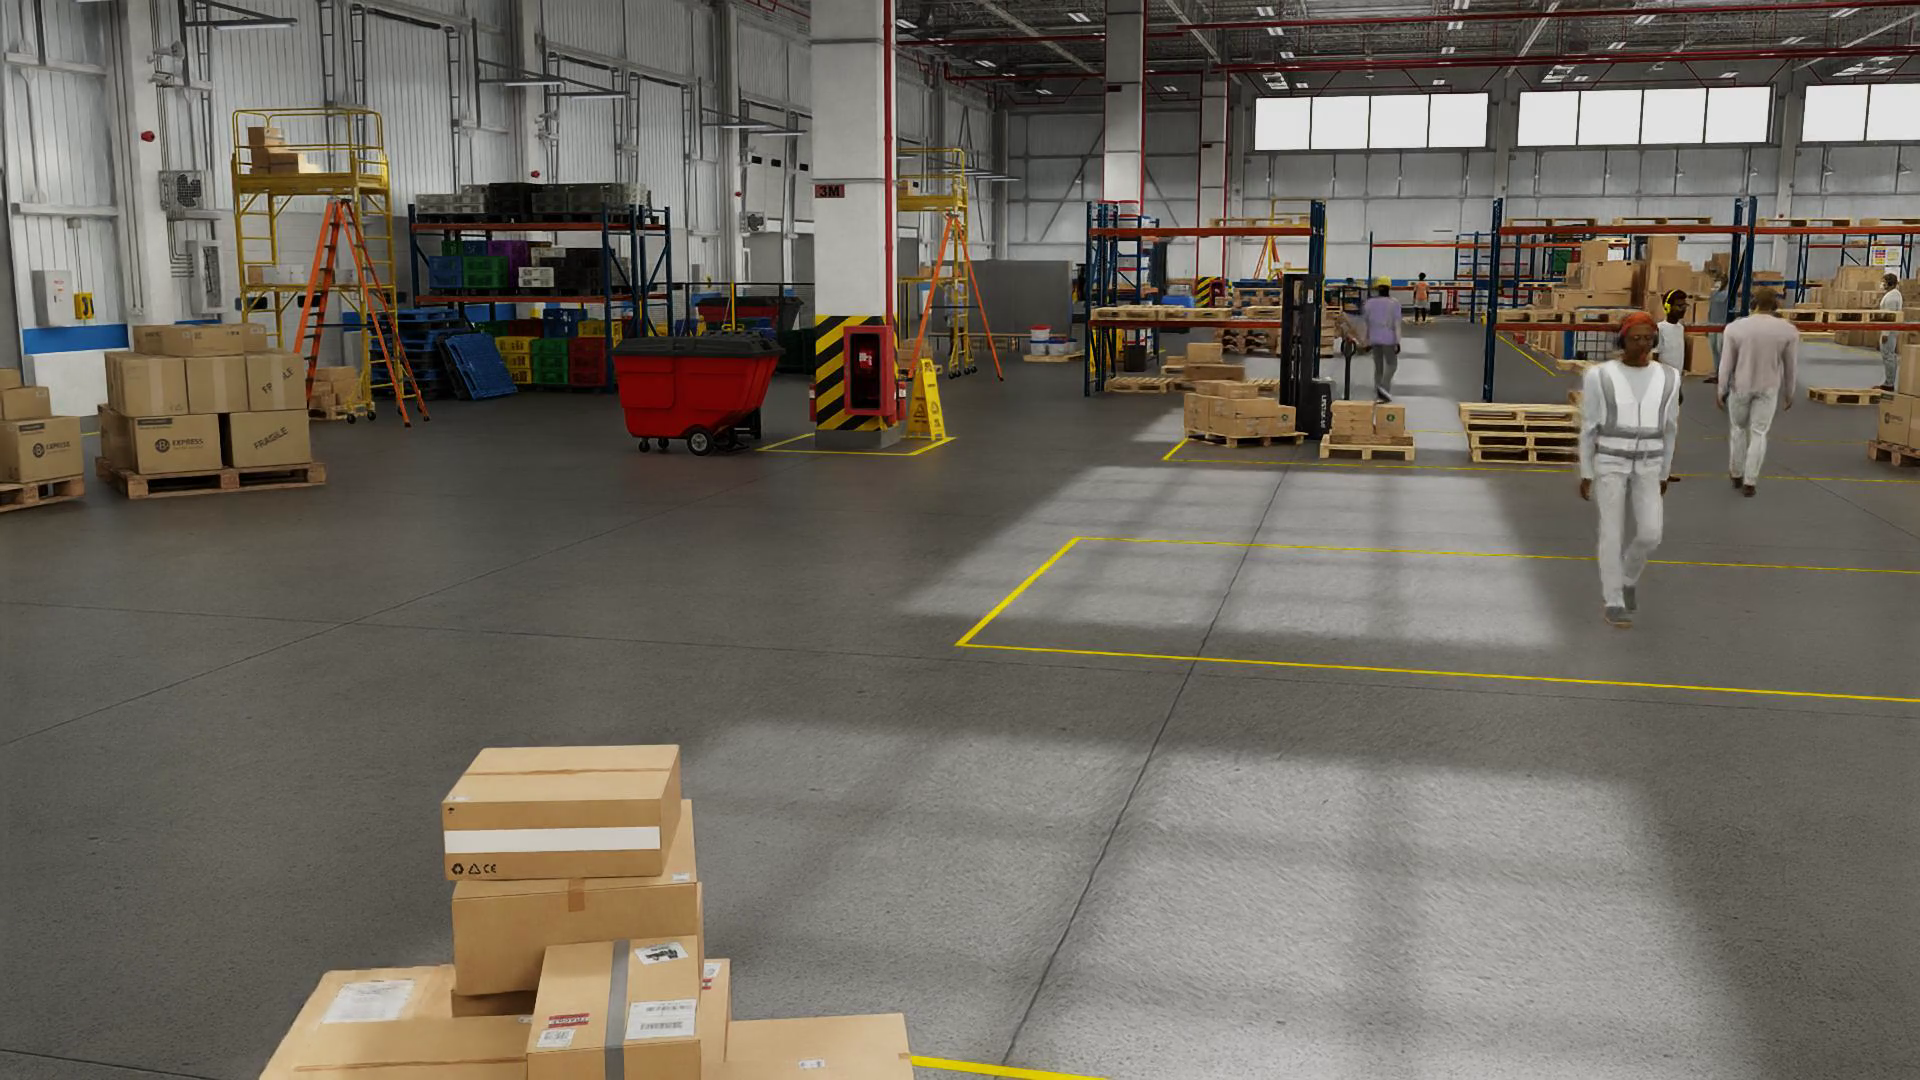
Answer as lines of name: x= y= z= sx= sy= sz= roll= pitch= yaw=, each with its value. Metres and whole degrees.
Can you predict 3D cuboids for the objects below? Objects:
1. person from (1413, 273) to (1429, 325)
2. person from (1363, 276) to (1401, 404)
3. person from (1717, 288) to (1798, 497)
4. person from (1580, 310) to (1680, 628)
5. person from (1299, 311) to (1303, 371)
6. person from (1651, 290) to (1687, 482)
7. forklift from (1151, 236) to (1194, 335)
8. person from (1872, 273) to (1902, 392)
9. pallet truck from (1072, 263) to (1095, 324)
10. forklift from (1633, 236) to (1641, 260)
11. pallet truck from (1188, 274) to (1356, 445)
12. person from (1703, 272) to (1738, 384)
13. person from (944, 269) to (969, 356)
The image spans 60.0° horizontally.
person: x=14.954 y=-7.823 z=53.973 sx=0.530 sy=1.689 sz=0.320 roll=-1 pitch=10 yaw=-8
person: x=6.301 y=-2.978 z=24.803 sx=0.610 sy=1.899 sz=0.446 roll=7 pitch=12 yaw=35
person: x=7.389 y=-1.377 z=15.419 sx=0.659 sy=1.884 sz=1.011 roll=5 pitch=11 yaw=25
person: x=3.928 y=-0.413 z=9.796 sx=0.584 sy=1.867 sz=0.448 roll=1 pitch=10 yaw=4
person: x=6.677 y=-4.092 z=31.864 sx=0.321 sy=1.736 sz=0.485 roll=7 pitch=12 yaw=36
person: x=6.831 y=-1.475 z=16.063 sx=0.521 sy=1.870 sz=0.319 roll=-8 pitch=12 yaw=-38
forklift: x=5.634 y=-7.224 z=46.935 sx=1.873 sy=2.768 sz=1.129 roll=2 pitch=10 yaw=14
person: x=15.156 y=-3.385 z=27.147 sx=0.378 sy=1.931 sz=0.625 roll=6 pitch=11 yaw=32
pallet truck: x=4.325 y=-8.180 z=55.162 sx=0.823 sy=1.965 sz=1.885 roll=6 pitch=11 yaw=31
forklift: x=20.764 y=-7.781 z=50.219 sx=1.129 sy=2.768 sz=1.873 roll=-1 pitch=10 yaw=-5
pallet truck: x=3.653 y=-2.138 z=19.590 sx=1.885 sy=1.965 sz=0.823 roll=-4 pitch=10 yaw=-20
person: x=13.118 y=-3.643 z=28.675 sx=0.361 sy=1.930 sz=0.632 roll=-2 pitch=10 yaw=-10
person: x=-0.083 y=-5.061 z=36.987 sx=0.547 sy=1.934 sz=0.375 roll=-1 pitch=10 yaw=-5
